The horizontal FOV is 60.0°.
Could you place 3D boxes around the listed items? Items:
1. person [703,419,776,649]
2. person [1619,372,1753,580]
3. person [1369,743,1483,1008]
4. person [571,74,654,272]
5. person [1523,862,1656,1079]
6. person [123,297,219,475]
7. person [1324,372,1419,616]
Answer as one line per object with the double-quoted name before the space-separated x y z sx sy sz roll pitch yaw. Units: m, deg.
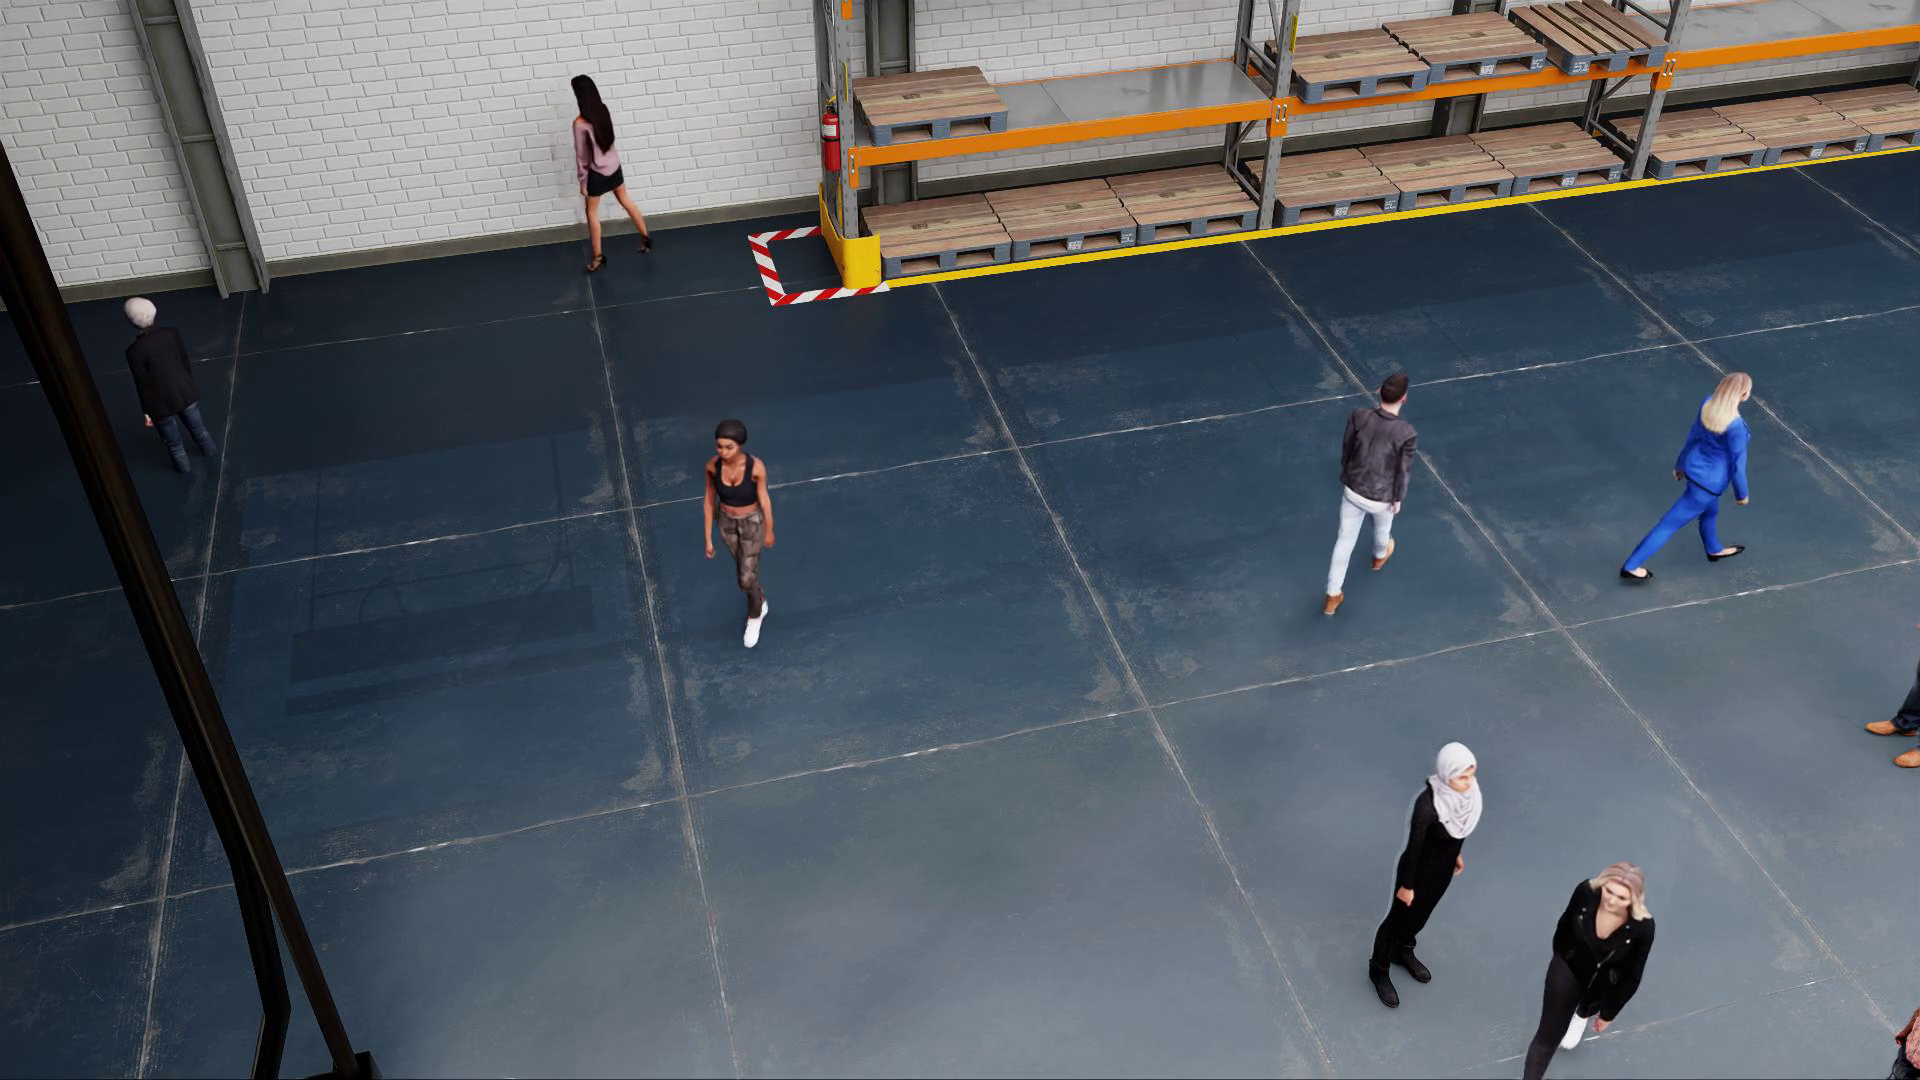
"person" -1.403 -0.124 10.920 0.750 1.683 0.801 10 40 12
"person" 4.927 -0.364 11.248 1.220 1.649 0.770 -3 39 -4
"person" 2.399 1.697 8.564 0.595 1.778 0.736 -25 45 -28
"person" -3.188 -3.223 14.717 0.925 1.788 0.859 21 43 24
"person" 3.135 2.099 8.182 1.073 1.627 1.211 26 45 28
"person" -5.960 -1.024 12.562 0.794 1.784 0.820 21 43 24
"person" 2.671 -0.267 11.007 1.125 1.798 1.218 22 44 26
